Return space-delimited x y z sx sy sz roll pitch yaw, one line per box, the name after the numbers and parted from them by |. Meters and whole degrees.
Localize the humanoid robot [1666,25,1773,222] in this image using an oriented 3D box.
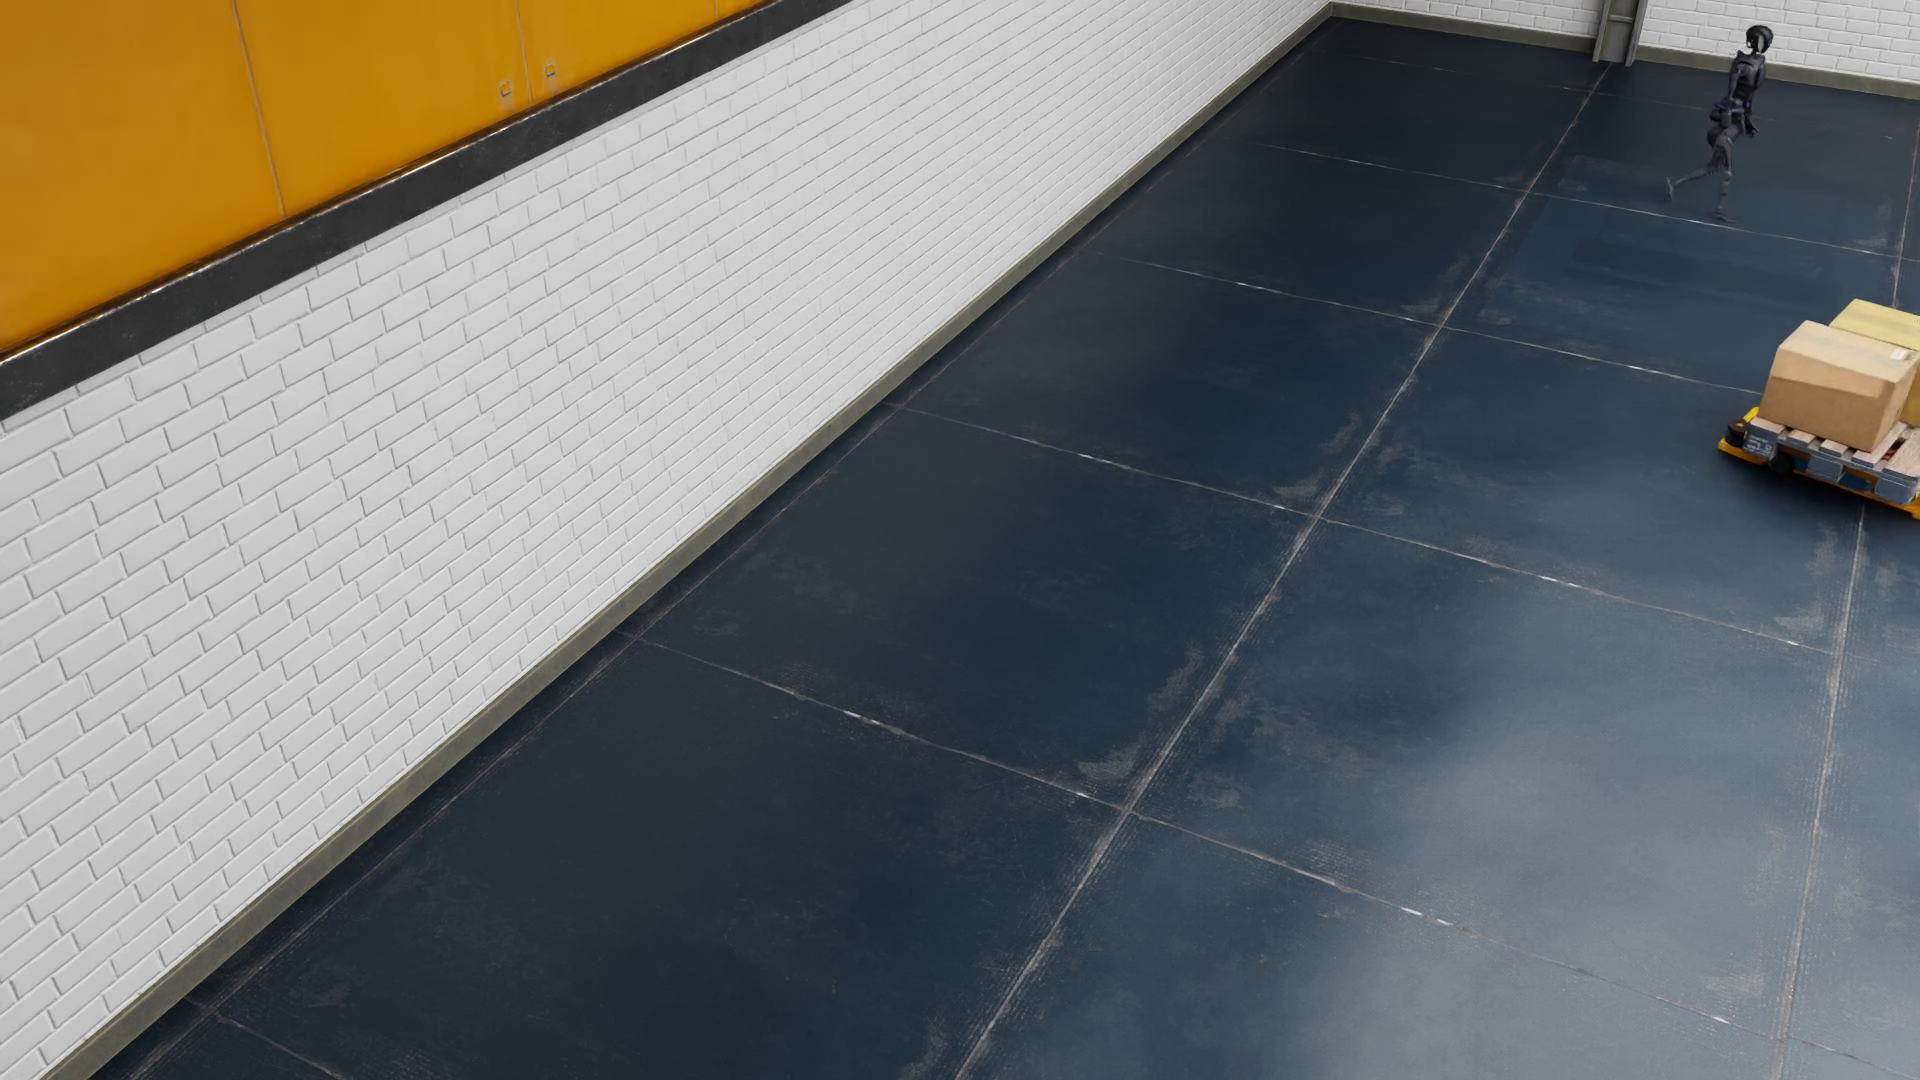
6.419 -3.540 14.022 0.728 1.641 0.600 29 43 36 | humanoid robot

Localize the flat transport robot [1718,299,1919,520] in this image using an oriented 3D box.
5.758 -0.533 10.770 1.431 0.231 0.659 26 42 33 | flat transport robot
